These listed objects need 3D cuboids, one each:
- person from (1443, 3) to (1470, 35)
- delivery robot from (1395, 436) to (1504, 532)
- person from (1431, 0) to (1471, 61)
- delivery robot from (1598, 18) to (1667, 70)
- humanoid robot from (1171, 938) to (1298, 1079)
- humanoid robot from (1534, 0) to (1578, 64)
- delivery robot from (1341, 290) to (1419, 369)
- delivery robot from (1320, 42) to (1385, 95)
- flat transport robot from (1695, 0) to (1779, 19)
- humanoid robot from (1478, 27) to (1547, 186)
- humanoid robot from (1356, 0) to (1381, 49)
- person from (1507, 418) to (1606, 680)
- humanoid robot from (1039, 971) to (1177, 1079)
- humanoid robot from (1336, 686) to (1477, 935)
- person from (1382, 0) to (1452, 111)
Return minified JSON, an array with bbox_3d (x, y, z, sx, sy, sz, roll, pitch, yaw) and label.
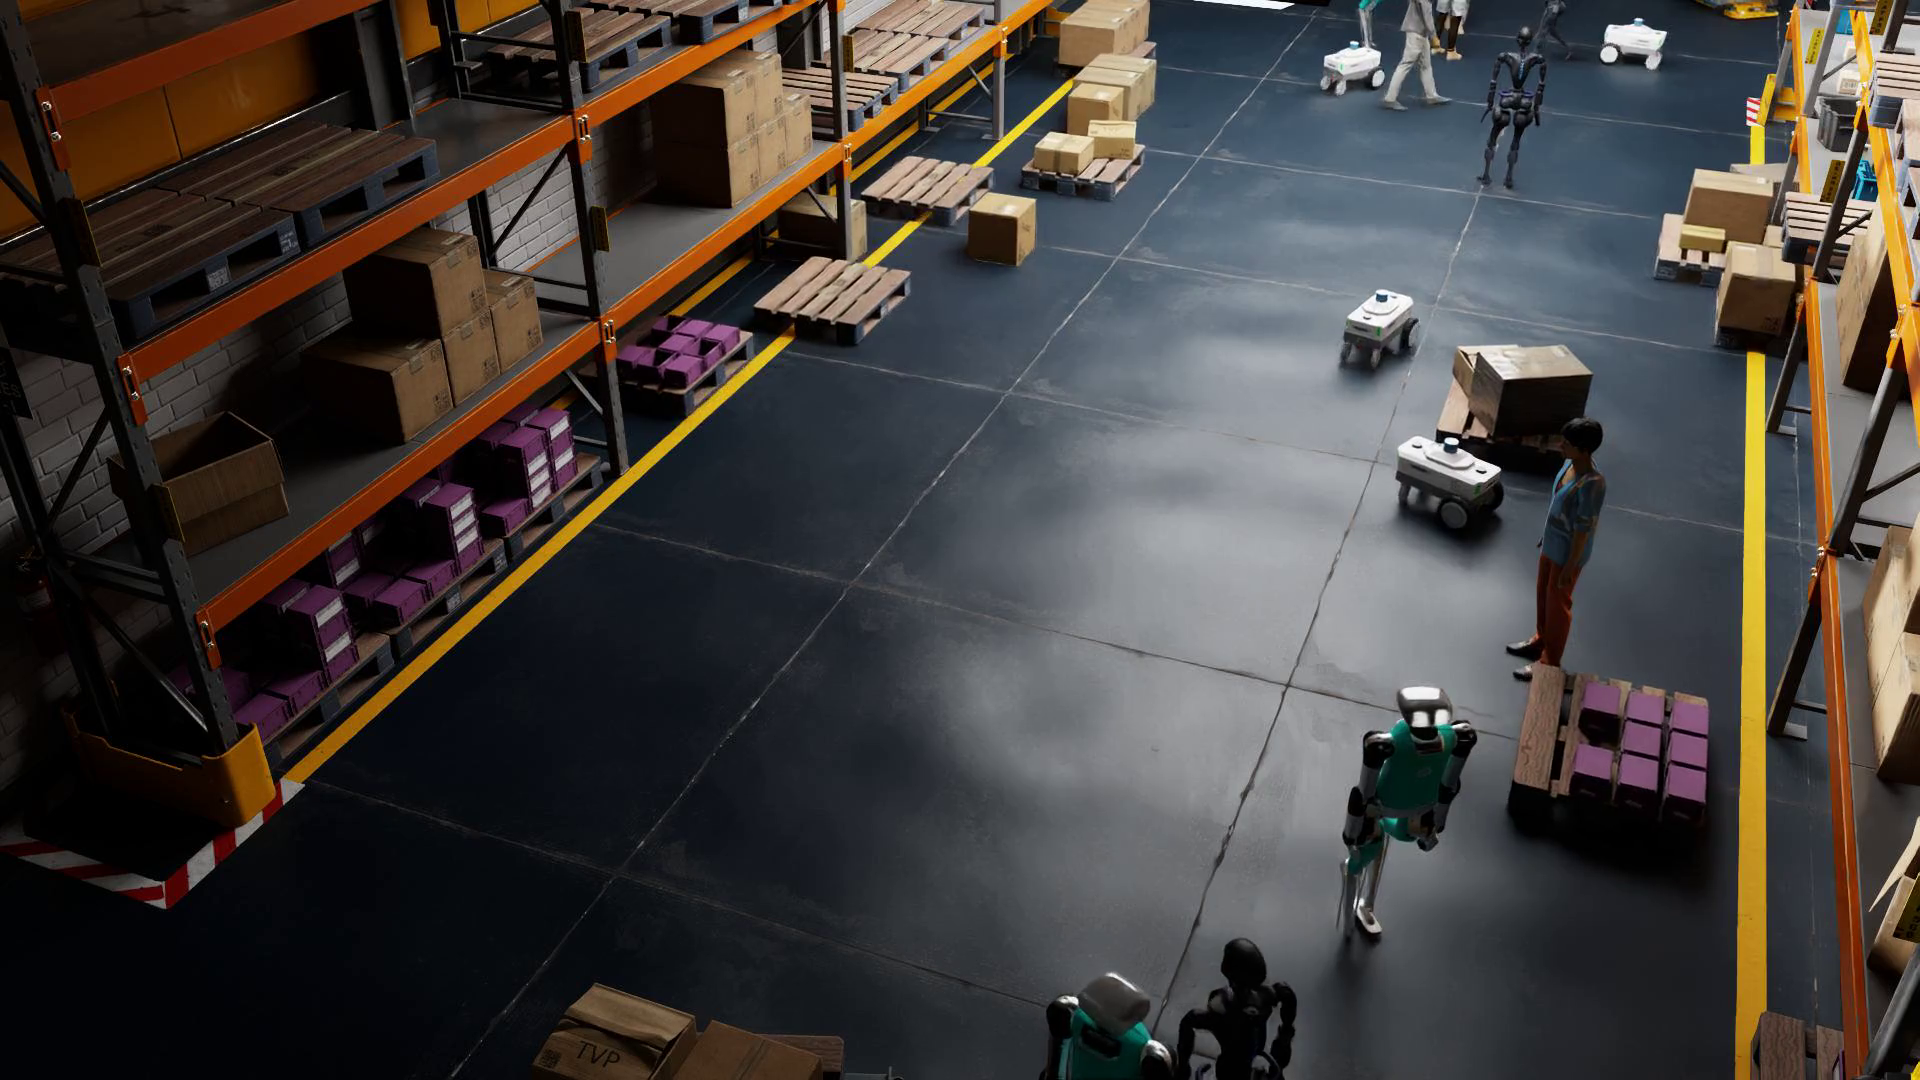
[{"bbox_3d":[6.683,-7.531,21.872,0.490,1.751,0.427,0,33,0],"label":"person"},{"bbox_3d":[3.532,-0.458,12.029,0.748,0.587,0.524,28,42,36],"label":"delivery robot"},{"bbox_3d":[6.248,-6.939,21.024,0.320,1.693,0.535,-20,38,-28],"label":"person"},{"bbox_3d":[8.542,-6.301,21.071,0.765,0.585,0.499,16,36,23],"label":"delivery robot"},{"bbox_3d":[1.093,2.259,6.796,0.597,1.655,0.319,-12,35,-18],"label":"humanoid robot"},{"bbox_3d":[7.530,-6.780,20.807,0.635,1.639,0.614,3,33,5],"label":"humanoid robot"},{"bbox_3d":[3.573,-1.848,14.188,0.499,0.595,0.783,22,39,30],"label":"delivery robot"},{"bbox_3d":[4.784,-5.752,20.247,0.803,0.614,0.499,-20,38,-28],"label":"delivery robot"},{"bbox_3d":[10.756,-7.597,23.349,0.659,0.231,1.431,-8,34,-13],"label":"flat transport robot"},{"bbox_3d":[5.741,-4.491,17.237,0.589,1.645,0.328,5,33,7],"label":"humanoid robot"},{"bbox_3d":[5.288,-7.108,21.264,0.603,1.799,0.838,-21,38,-29],"label":"humanoid robot"},{"bbox_3d":[3.658,0.053,10.139,0.339,1.759,0.501,1,33,2],"label":"person"},{"bbox_3d":[0.411,2.525,6.373,0.532,1.803,0.780,22,39,30],"label":"humanoid robot"},{"bbox_3d":[2.072,1.363,8.243,0.534,1.890,0.783,-5,33,-8],"label":"humanoid robot"},{"bbox_3d":[5.389,-5.872,19.215,0.833,1.862,0.552,4,33,6],"label":"person"}]
